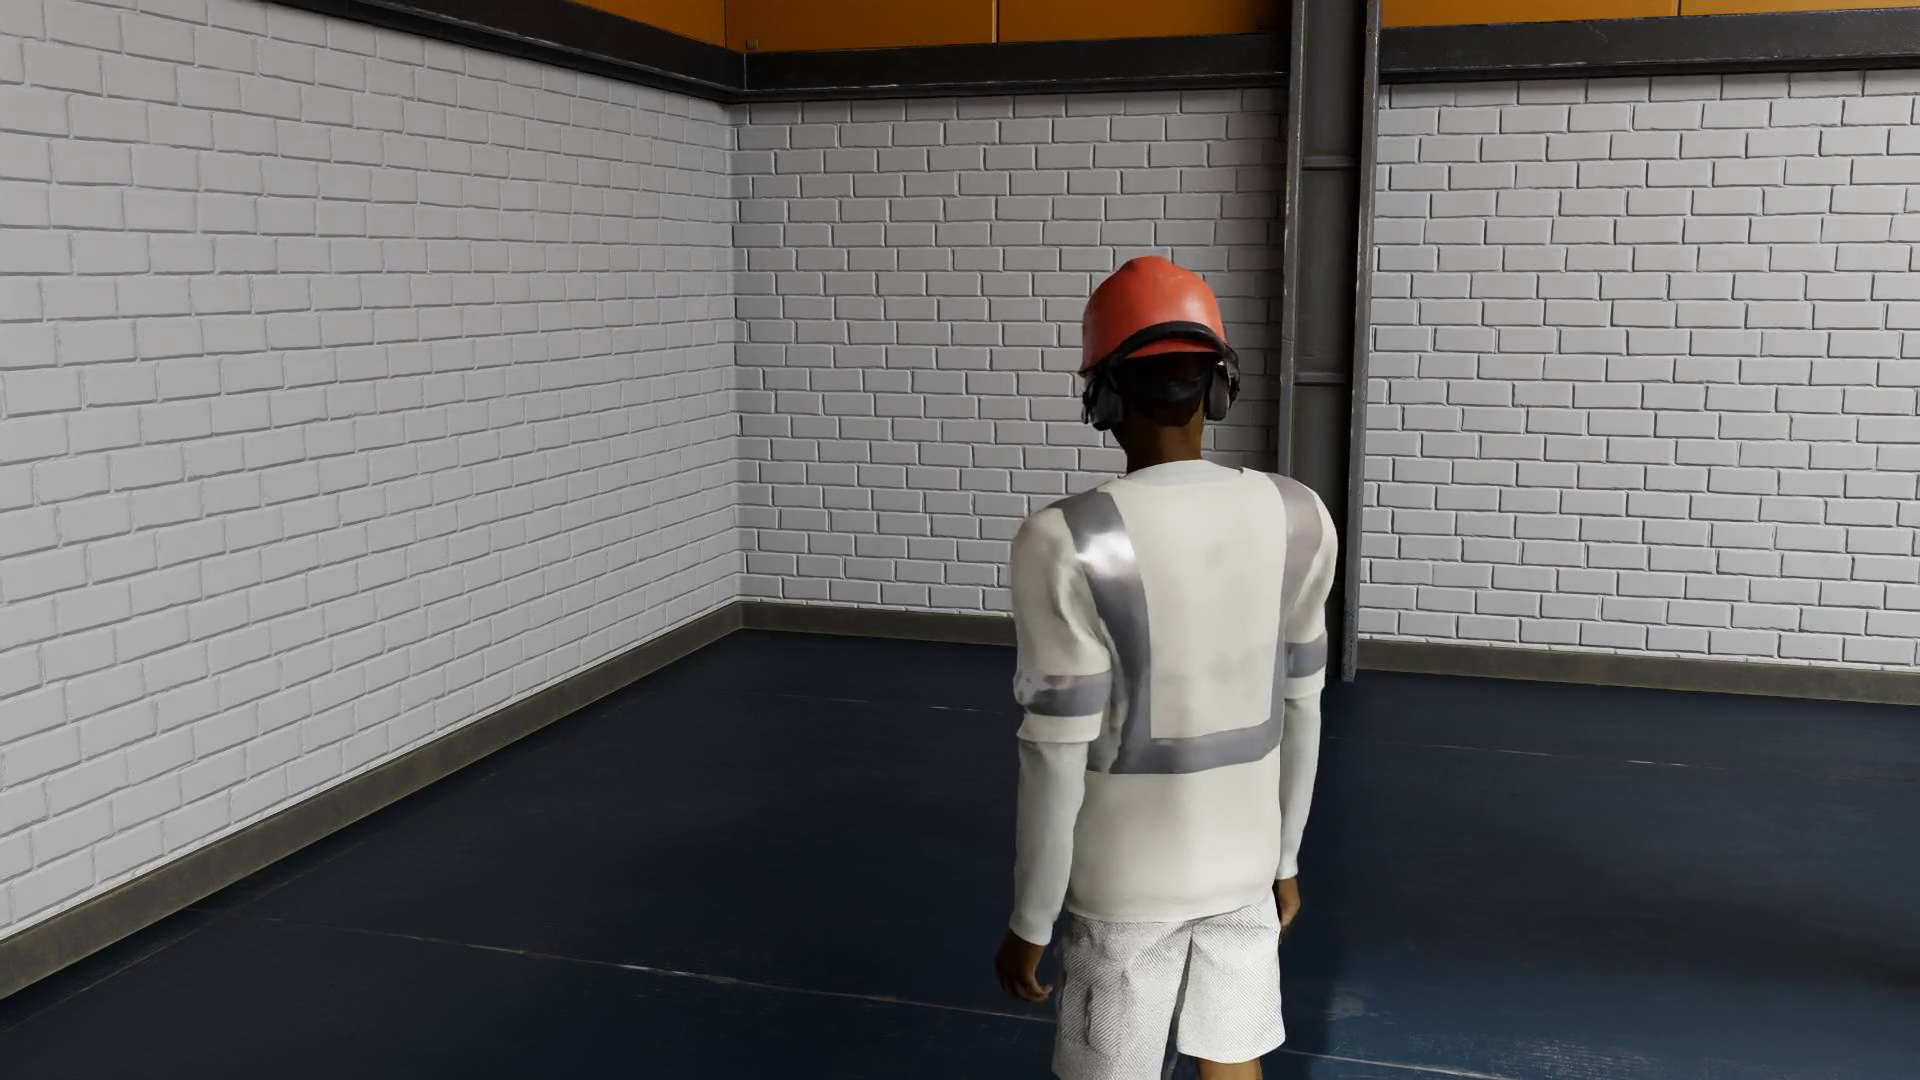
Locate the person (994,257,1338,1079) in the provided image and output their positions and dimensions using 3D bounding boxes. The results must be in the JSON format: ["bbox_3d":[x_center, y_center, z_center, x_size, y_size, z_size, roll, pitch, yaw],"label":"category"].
[{"bbox_3d":[0.329,0.553,2.824,0.605,2.037,0.394,-5,10,-27],"label":"person"}]
